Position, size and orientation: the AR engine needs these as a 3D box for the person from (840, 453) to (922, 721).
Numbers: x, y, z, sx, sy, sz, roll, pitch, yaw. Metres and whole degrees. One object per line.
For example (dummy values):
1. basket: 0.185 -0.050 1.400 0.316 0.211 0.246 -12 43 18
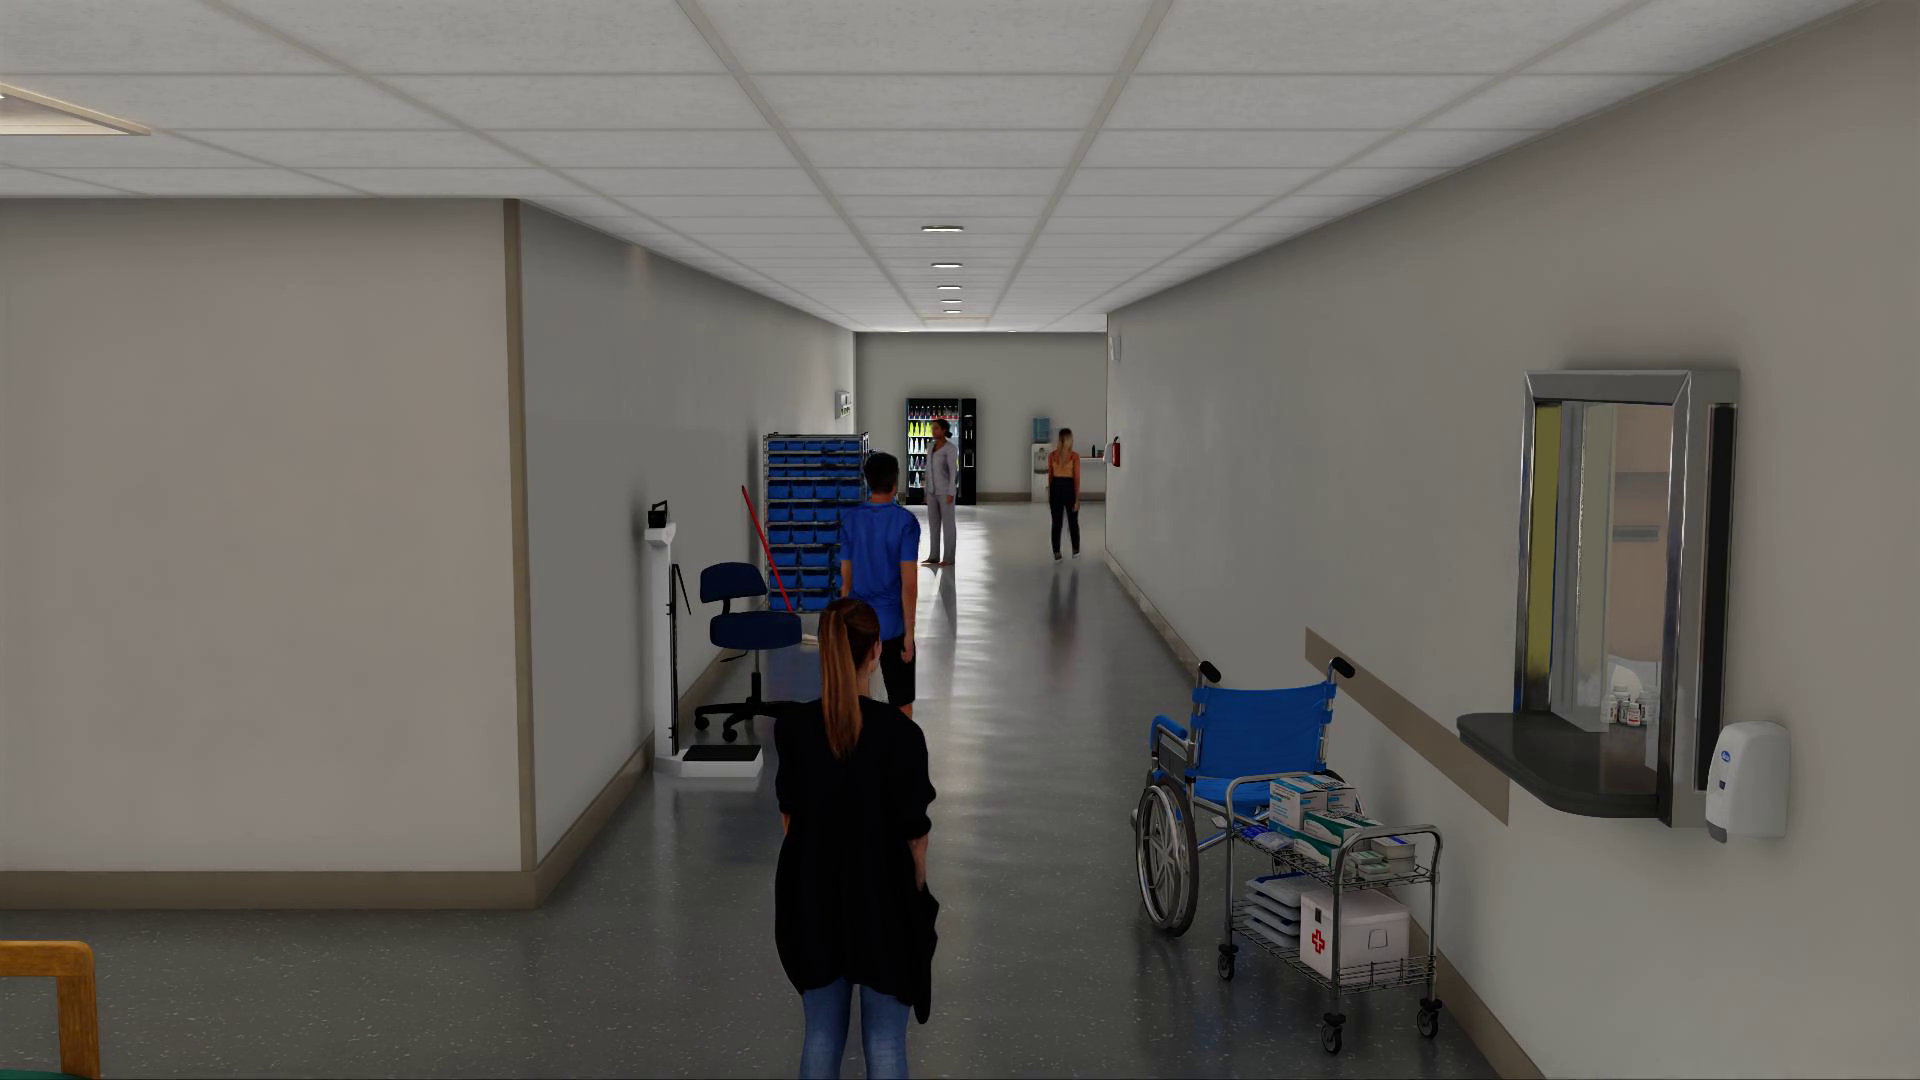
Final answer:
1. person: -0.472 0.505 8.662 1.288 1.811 0.933 2 6 17

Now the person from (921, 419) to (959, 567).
1. person: -0.217 -0.578 19.803 0.764 1.736 0.709 -6 8 -44

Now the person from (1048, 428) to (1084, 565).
1. person: 1.193 -0.480 19.581 1.099 1.586 0.889 2 6 18

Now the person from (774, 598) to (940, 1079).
1. person: -0.289 0.988 4.501 0.603 1.683 0.753 2 6 18
